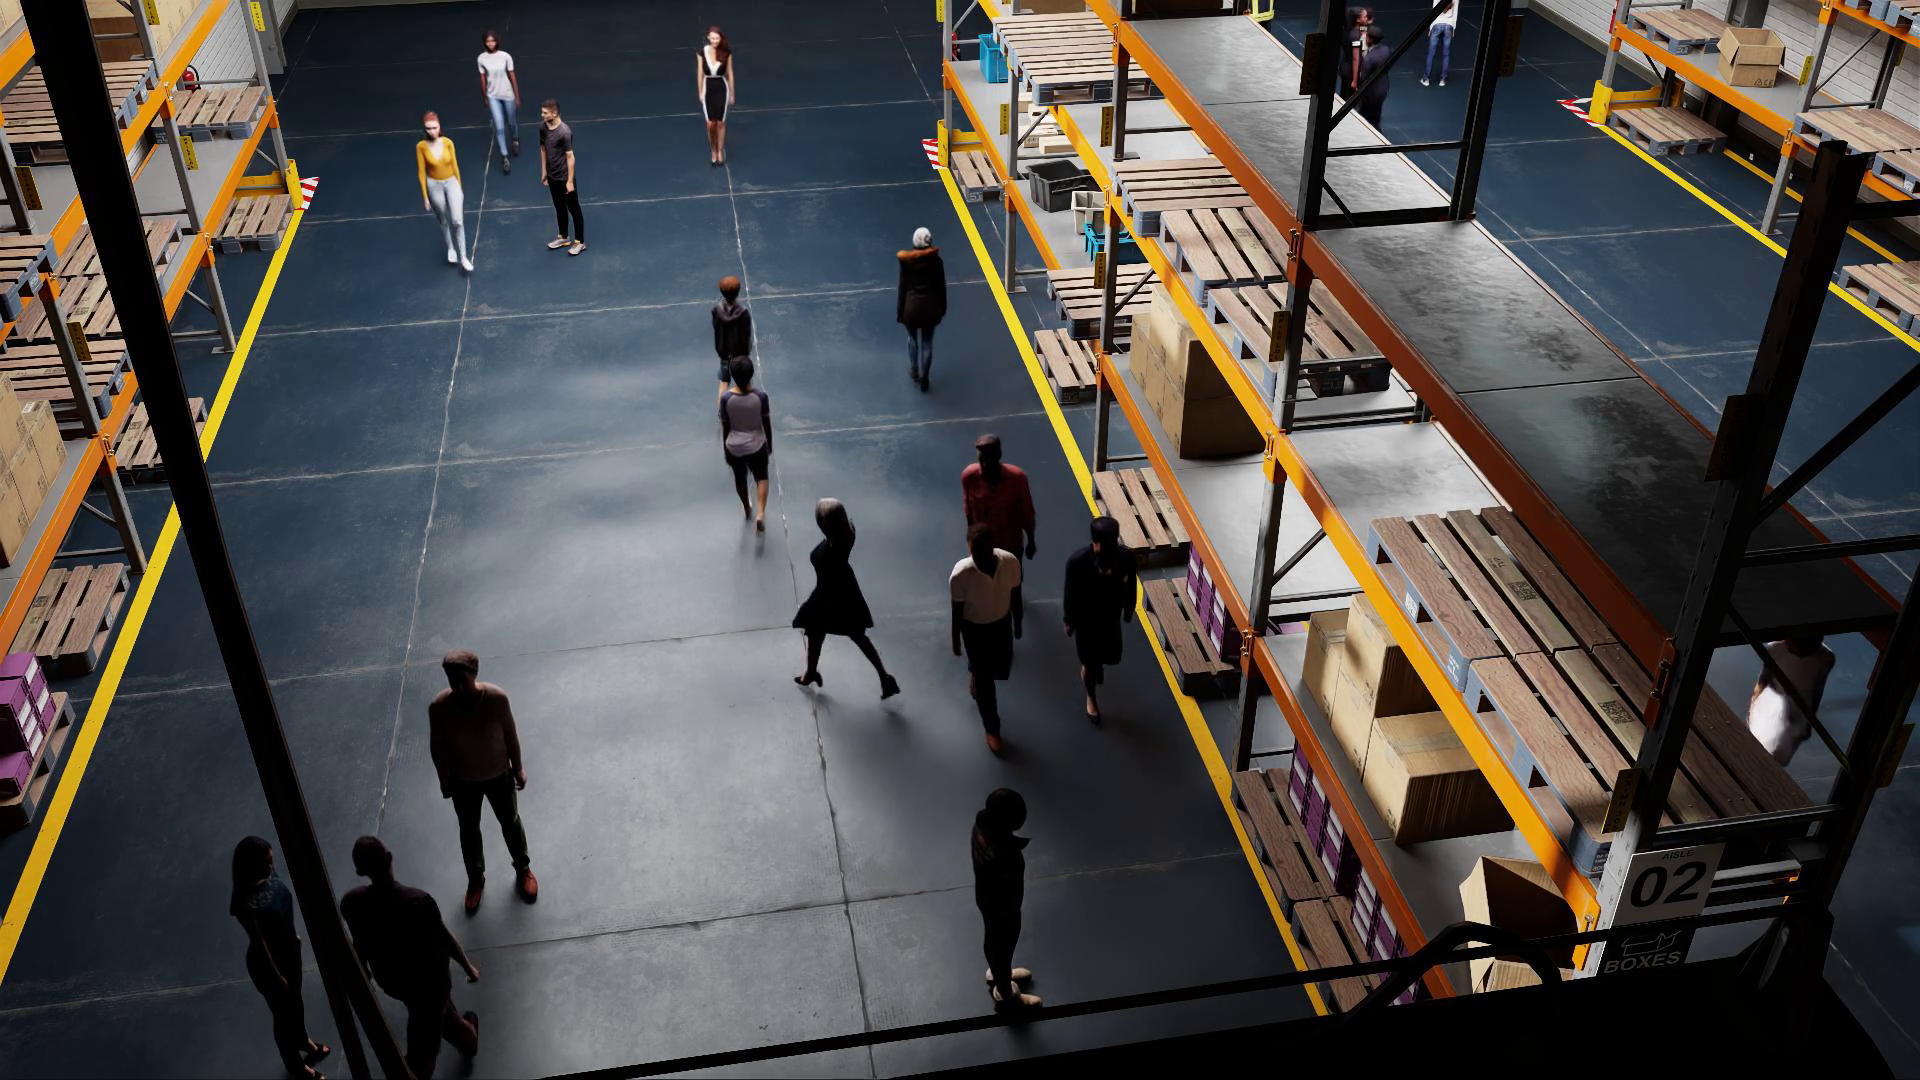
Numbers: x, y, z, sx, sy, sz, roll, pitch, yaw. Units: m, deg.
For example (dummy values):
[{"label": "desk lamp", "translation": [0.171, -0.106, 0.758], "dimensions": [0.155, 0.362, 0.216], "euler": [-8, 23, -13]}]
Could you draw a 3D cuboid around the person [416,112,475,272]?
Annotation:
[{"label": "person", "translation": [-5.688, -3.850, 18.248], "dimensions": [0.748, 1.725, 0.989], "euler": [-14, 36, -19]}]

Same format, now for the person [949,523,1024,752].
[{"label": "person", "translation": [0.146, 0.572, 11.513], "dimensions": [0.728, 1.817, 0.975], "euler": [-9, 35, -14]}]

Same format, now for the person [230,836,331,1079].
[{"label": "person", "translation": [-3.714, 2.274, 9.032], "dimensions": [0.634, 1.728, 0.459], "euler": [-2, 34, -4]}]

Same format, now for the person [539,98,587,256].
[{"label": "person", "translation": [-4.444, -4.067, 18.543], "dimensions": [0.712, 1.760, 0.774], "euler": [22, 39, 29]}]

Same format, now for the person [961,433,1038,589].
[{"label": "person", "translation": [0.302, -0.051, 12.471], "dimensions": [1.035, 1.794, 1.250], "euler": [7, 34, 10]}]

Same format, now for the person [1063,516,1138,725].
[{"label": "person", "translation": [0.956, 0.511, 11.746], "dimensions": [0.690, 1.662, 0.742], "euler": [-6, 34, -10]}]

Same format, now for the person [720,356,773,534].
[{"label": "person", "translation": [-1.769, -0.764, 13.767], "dimensions": [0.610, 1.547, 0.889], "euler": [-3, 34, -4]}]

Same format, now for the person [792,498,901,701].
[{"label": "person", "translation": [-0.804, 0.445, 11.796], "dimensions": [1.092, 1.714, 1.092], "euler": [17, 37, 24]}]

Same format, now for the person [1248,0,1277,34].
[{"label": "person", "translation": [4.333, -7.824, 24.104], "dimensions": [0.796, 1.861, 0.735], "euler": [-11, 35, -16]}]

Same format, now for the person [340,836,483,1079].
[{"label": "person", "translation": [-2.953, 2.384, 8.815], "dimensions": [1.088, 1.786, 1.268], "euler": [10, 35, 15]}]

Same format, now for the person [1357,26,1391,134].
[{"label": "person", "translation": [5.261, -5.536, 20.816], "dimensions": [0.896, 1.692, 0.965], "euler": [-28, 42, -35]}]

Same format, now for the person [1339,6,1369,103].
[{"label": "person", "translation": [5.055, -6.034, 21.532], "dimensions": [0.714, 1.729, 0.553], "euler": [1, 34, 1]}]

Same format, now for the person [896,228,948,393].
[{"label": "person", "translation": [-0.370, -2.159, 15.800], "dimensions": [0.683, 1.619, 0.716], "euler": [-2, 34, -2]}]

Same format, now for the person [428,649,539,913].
[{"label": "person", "translation": [-2.929, 1.428, 10.172], "dimensions": [0.696, 1.876, 0.625], "euler": [-9, 35, -13]}]

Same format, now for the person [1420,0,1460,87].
[{"label": "person", "translation": [6.791, -7.194, 23.430], "dimensions": [0.591, 1.559, 0.610], "euler": [4, 34, 6]}]

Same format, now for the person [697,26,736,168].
[{"label": "person", "translation": [-3.056, -5.563, 20.776], "dimensions": [0.586, 1.780, 0.638], "euler": [-5, 34, -7]}]

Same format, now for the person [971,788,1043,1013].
[{"label": "person", "translation": [0.211, 2.059, 9.416], "dimensions": [0.665, 1.662, 0.614], "euler": [8, 35, 12]}]

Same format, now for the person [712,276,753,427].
[{"label": "person", "translation": [-2.117, -1.731, 15.330], "dimensions": [0.698, 1.426, 0.979], "euler": [4, 34, 5]}]

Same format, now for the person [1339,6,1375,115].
[{"label": "person", "translation": [5.265, -6.300, 22.106], "dimensions": [0.604, 1.536, 0.814], "euler": [-7, 34, -10]}]

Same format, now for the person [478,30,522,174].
[{"label": "person", "translation": [-5.729, -5.536, 20.818], "dimensions": [0.604, 1.690, 1.077], "euler": [-6, 34, -9]}]
